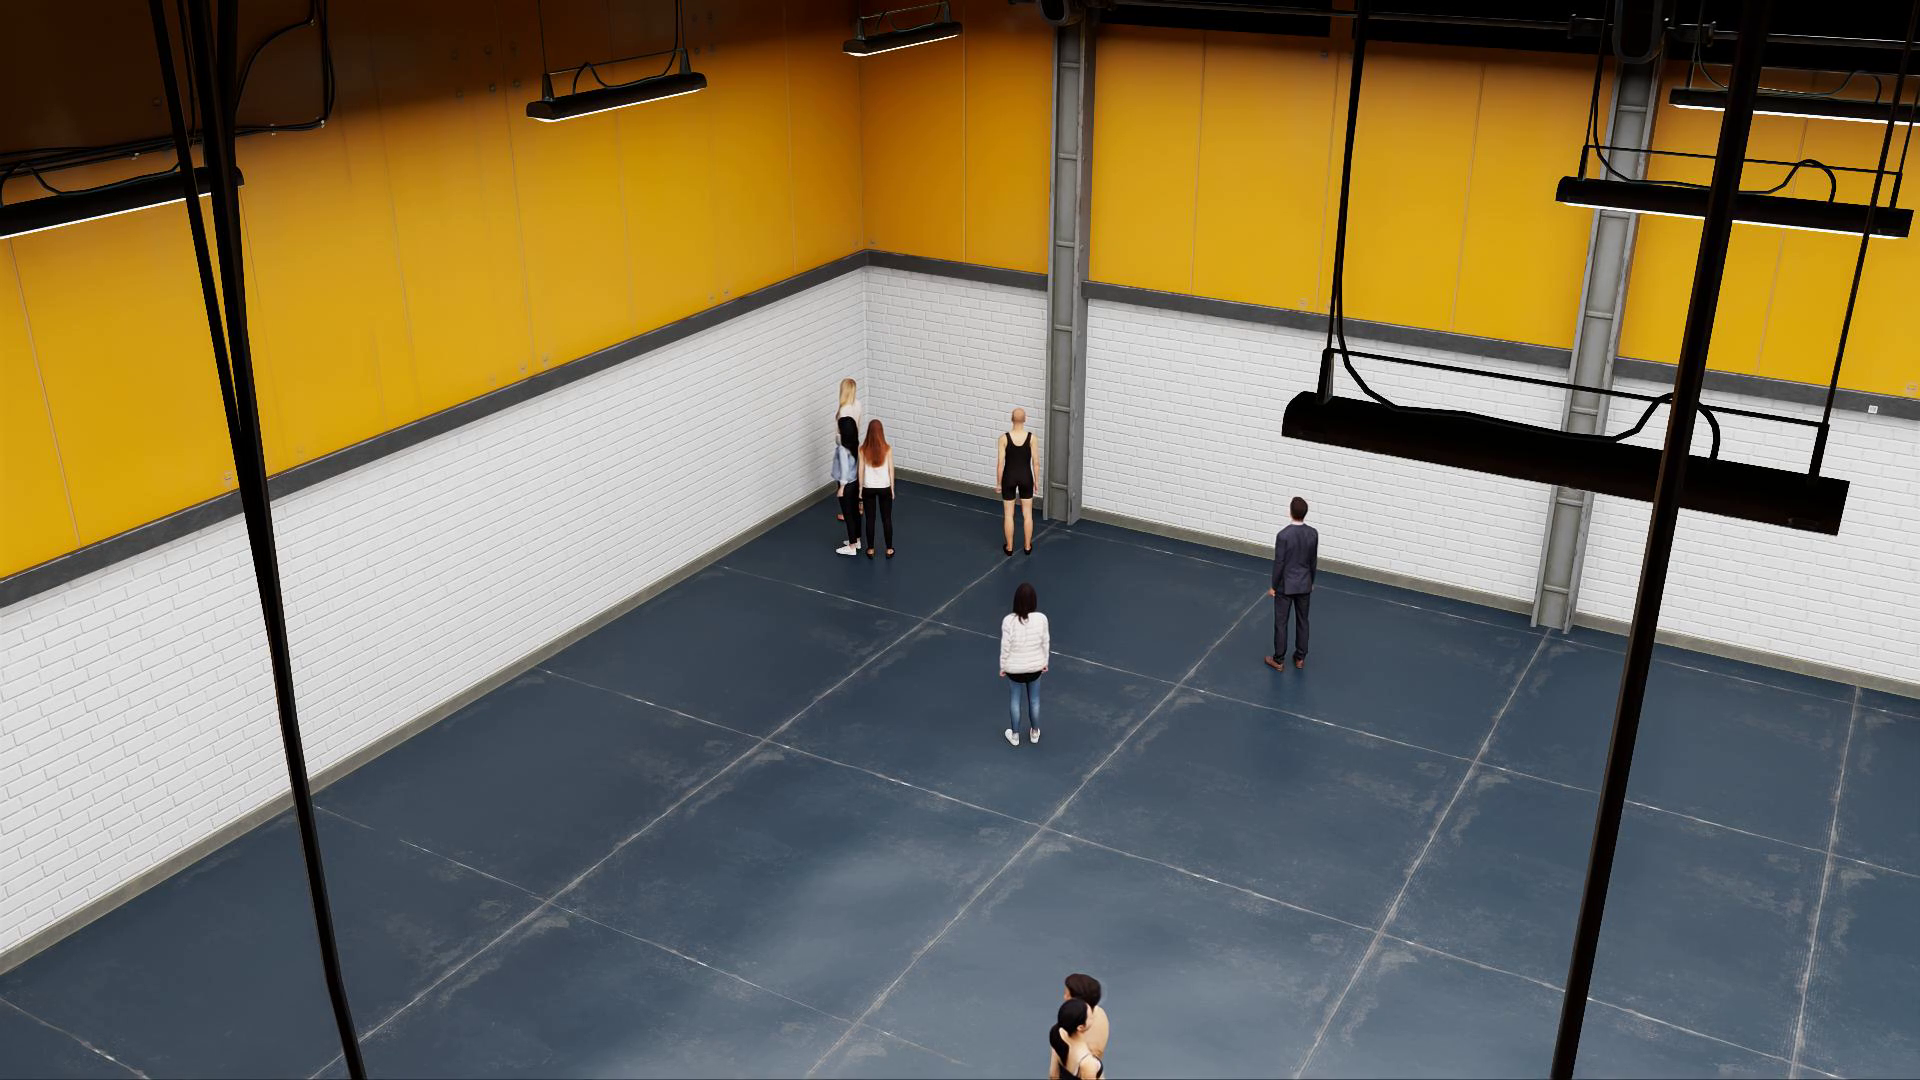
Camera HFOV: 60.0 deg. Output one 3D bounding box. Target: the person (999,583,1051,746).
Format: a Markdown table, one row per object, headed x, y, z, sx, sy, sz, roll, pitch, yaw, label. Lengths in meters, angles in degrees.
| x | y | z | sx | sy | sz | roll | pitch | yaw | label |
| --- | --- | --- | --- | --- | --- | --- | --- | --- | --- |
| 0.600 | 1.159 | 15.626 | 0.690 | 1.637 | 0.769 | -4 | 24 | -9 | person |

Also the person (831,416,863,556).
| x | y | z | sx | sy | sz | roll | pitch | yaw | label |
| --- | --- | --- | --- | --- | --- | --- | --- | --- | --- |
| -1.317 | -0.656 | 19.686 | 0.608 | 1.710 | 0.638 | 8 | 25 | 17 | person |

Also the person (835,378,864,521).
| x | y | z | sx | sy | sz | roll | pitch | yaw | label |
| --- | --- | --- | --- | --- | --- | --- | --- | --- | --- |
| -1.348 | -1.130 | 20.627 | 0.544 | 1.826 | 0.619 | 11 | 26 | 23 | person |

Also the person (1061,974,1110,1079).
| x | y | z | sx | sy | sz | roll | pitch | yaw | label |
| --- | --- | --- | --- | --- | --- | --- | --- | --- | --- |
| 0.777 | 3.423 | 10.335 | 0.744 | 1.726 | 0.740 | 3 | 24 | 7 | person |

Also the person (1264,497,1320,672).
| x | y | z | sx | sy | sz | roll | pitch | yaw | label |
| --- | --- | --- | --- | --- | --- | --- | --- | --- | --- |
| 3.396 | 0.445 | 16.972 | 0.730 | 1.868 | 0.791 | -6 | 24 | -13 | person |

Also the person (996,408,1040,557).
| x | y | z | sx | sy | sz | roll | pitch | yaw | label |
| --- | --- | --- | --- | --- | --- | --- | --- | --- | --- |
| 0.675 | -0.689 | 19.632 | 0.653 | 1.815 | 0.773 | -2 | 24 | -4 | person |

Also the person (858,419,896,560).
| x | y | z | sx | sy | sz | roll | pitch | yaw | label |
| --- | --- | --- | --- | --- | --- | --- | --- | --- | --- |
| -0.975 | -0.595 | 19.531 | 0.595 | 1.722 | 0.705 | 0 | 24 | 0 | person |

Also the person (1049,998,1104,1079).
| x | y | z | sx | sy | sz | roll | pitch | yaw | label |
| --- | --- | --- | --- | --- | --- | --- | --- | --- | --- |
| 0.686 | 3.512 | 10.127 | 0.720 | 1.730 | 0.617 | -14 | 27 | -30 | person |
